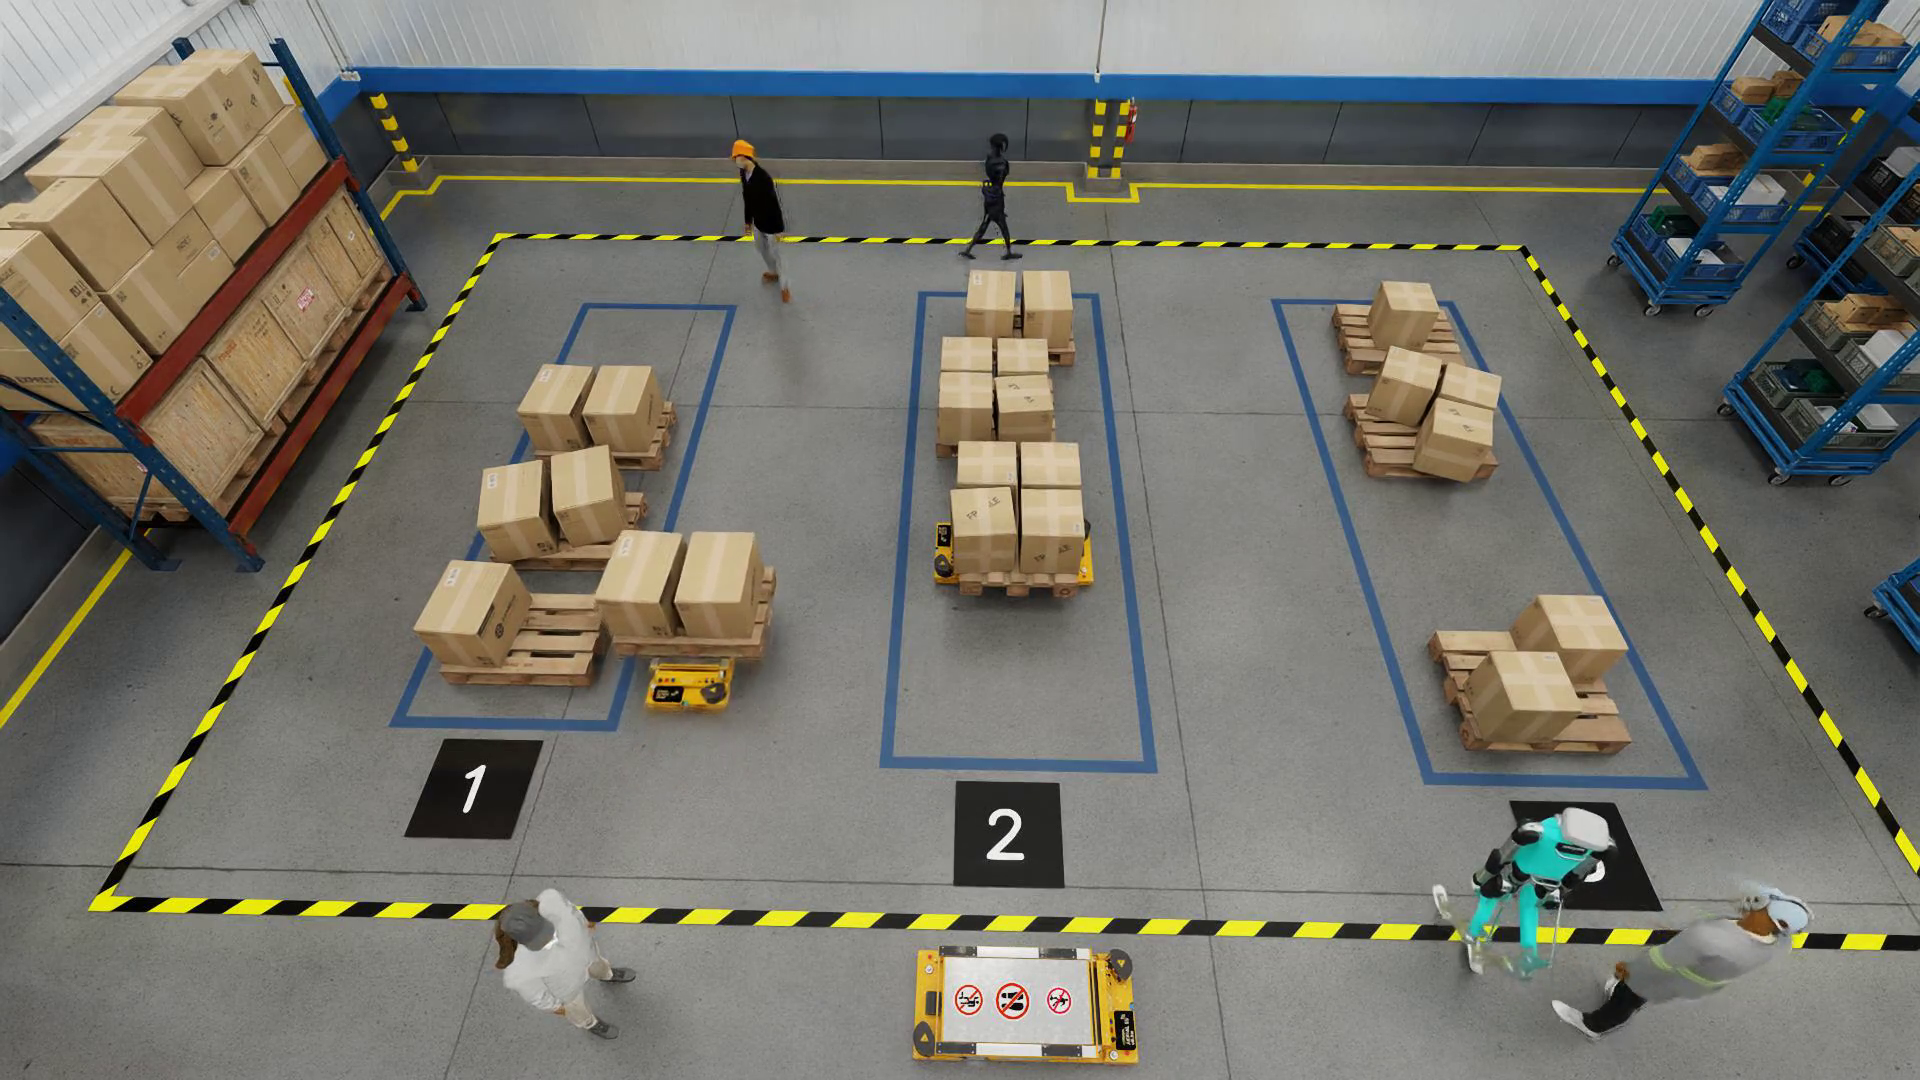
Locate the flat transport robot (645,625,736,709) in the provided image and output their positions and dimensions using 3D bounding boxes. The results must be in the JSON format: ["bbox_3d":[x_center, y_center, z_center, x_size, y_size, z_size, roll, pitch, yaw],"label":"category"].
[{"bbox_3d":[-2.211,0.761,7.847,0.652,0.197,1.431,1,51,1],"label":"flat transport robot"}]

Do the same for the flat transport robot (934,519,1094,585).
[{"bbox_3d":[0.490,0.087,8.397,1.431,0.197,0.652,1,51,1],"label":"flat transport robot"}]

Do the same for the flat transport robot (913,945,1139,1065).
[{"bbox_3d":[0.422,3.041,6.007,1.431,0.231,0.659,1,51,1],"label":"flat transport robot"}]

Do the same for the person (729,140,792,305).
[{"bbox_3d":[-2.198,-3.582,10.403,0.365,1.836,0.675,-35,59,-25],"label":"person"}]

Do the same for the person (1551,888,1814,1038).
[{"bbox_3d":[4.245,2.527,5.435,0.661,1.810,0.387,-5,51,-4],"label":"person"}]

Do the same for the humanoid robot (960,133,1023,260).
[{"bbox_3d":[0.385,-4.061,10.931,0.780,1.644,0.589,-7,51,-6],"label":"humanoid robot"}]

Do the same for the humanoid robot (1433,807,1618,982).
[{"bbox_3d":[3.471,2.303,5.678,0.536,1.789,0.848,9,51,7],"label":"humanoid robot"}]

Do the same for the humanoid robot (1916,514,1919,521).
[{"bbox_3d":[9.415,-0.619,8.079,0.387,1.637,0.613,-31,57,-23],"label":"humanoid robot"}]

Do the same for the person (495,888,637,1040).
[{"bbox_3d":[-2.351,2.522,5.461,0.396,1.766,0.572,5,51,4],"label":"person"}]
